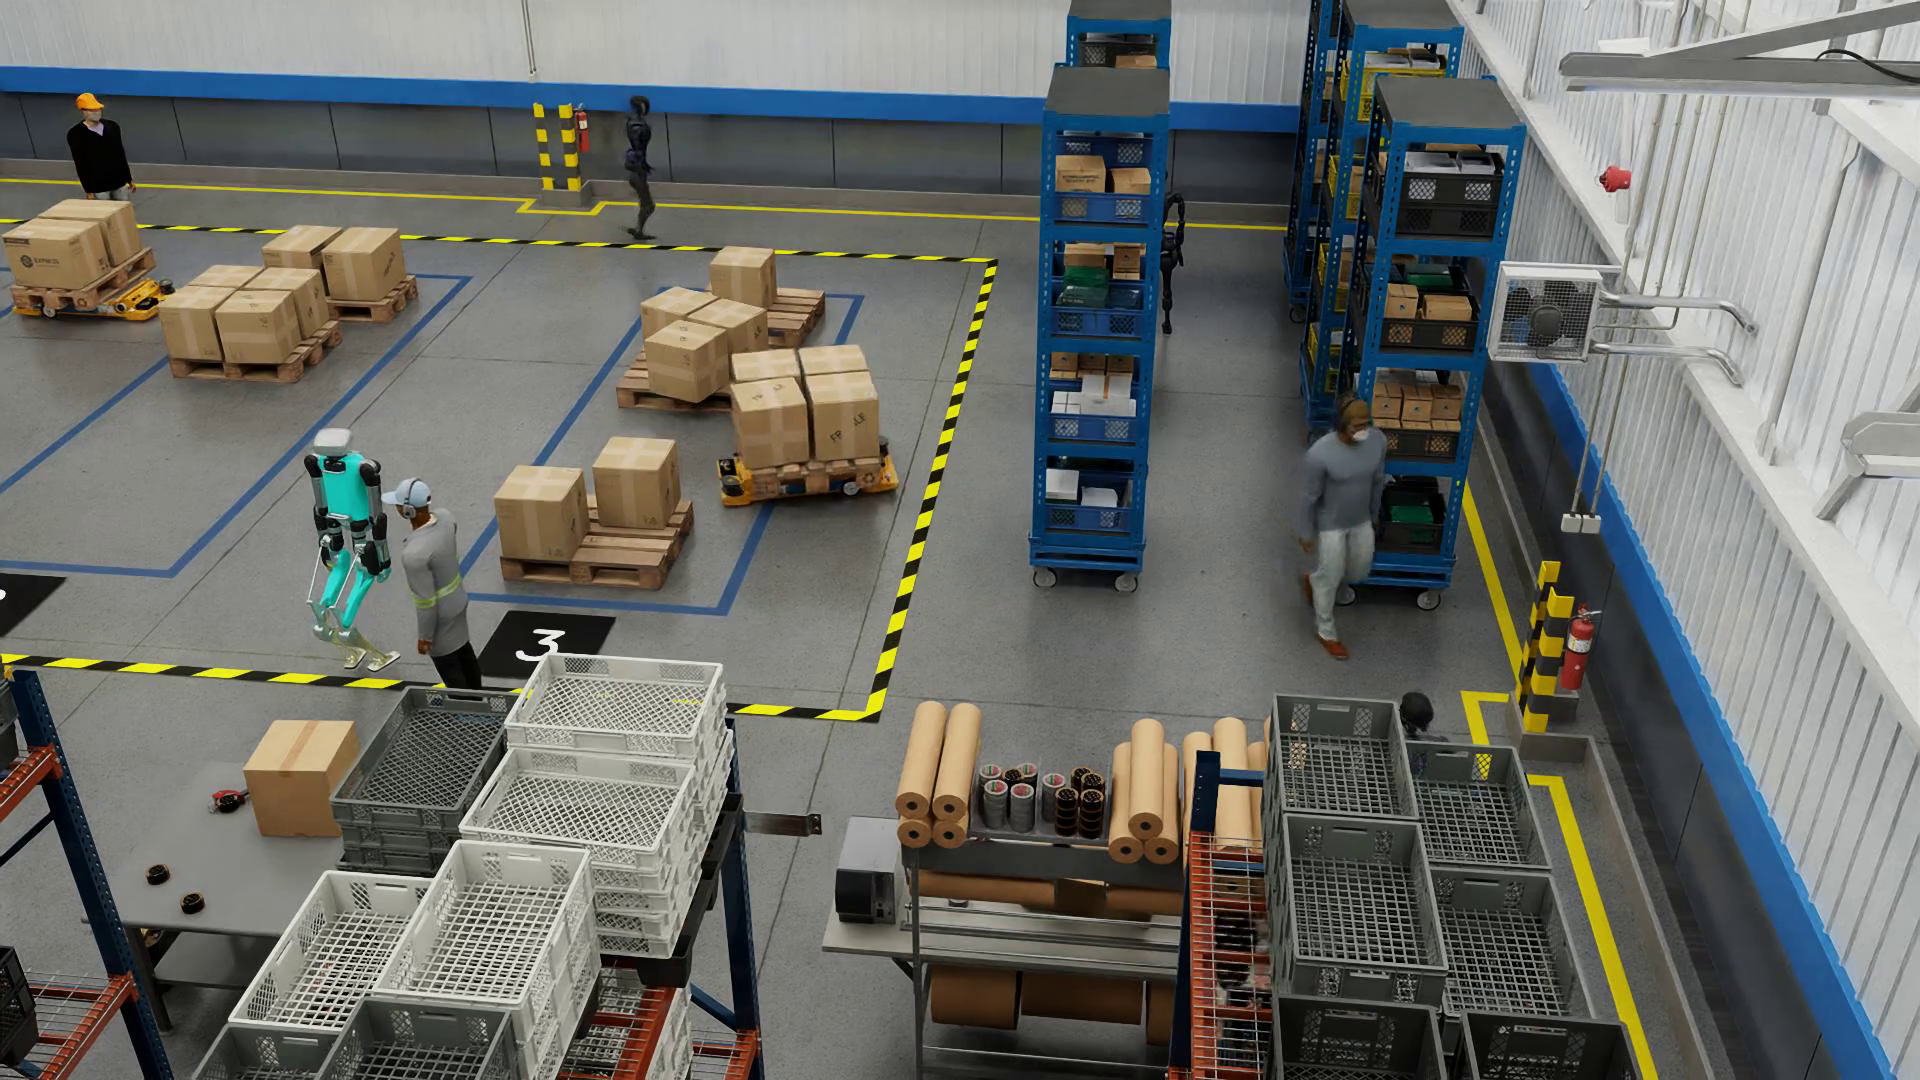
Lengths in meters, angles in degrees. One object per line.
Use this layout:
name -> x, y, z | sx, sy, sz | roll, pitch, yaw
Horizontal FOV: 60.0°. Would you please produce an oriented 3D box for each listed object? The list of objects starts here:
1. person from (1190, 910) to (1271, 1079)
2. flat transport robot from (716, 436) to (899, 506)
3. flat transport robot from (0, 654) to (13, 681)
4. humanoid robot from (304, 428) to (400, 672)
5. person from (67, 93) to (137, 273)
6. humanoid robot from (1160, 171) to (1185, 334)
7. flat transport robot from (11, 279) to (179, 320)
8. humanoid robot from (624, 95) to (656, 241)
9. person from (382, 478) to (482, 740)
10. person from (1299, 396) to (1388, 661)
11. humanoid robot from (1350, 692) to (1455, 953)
person -> 1.199, 2.316, 7.077 | 0.997, 1.920, 0.602 | 3, 30, 5
flat transport robot -> -1.258, -0.583, 13.648 | 1.431, 0.197, 0.652 | -6, 31, -10
flat transport robot -> -7.142, 0.969, 11.010 | 1.431, 0.231, 0.659 | 3, 30, 6
humanoid robot -> -4.055, 0.148, 10.822 | 0.533, 1.681, 0.735 | 9, 31, 16
person -> -8.984, -3.764, 17.534 | 0.361, 1.884, 0.587 | 16, 34, 25
humanoid robot -> 1.885, -2.797, 16.062 | 0.599, 1.657, 0.315 | -5, 31, -8
flat transport robot -> -8.792, -2.479, 16.904 | 1.431, 0.197, 0.652 | 3, 30, 6
humanoid robot -> -3.525, -4.087, 18.302 | 0.367, 1.642, 0.609 | -2, 30, -4
person -> -3.263, 0.437, 10.348 | 0.391, 1.853, 0.587 | 3, 30, 5
person -> 2.546, -0.130, 11.251 | 0.641, 1.926, 0.595 | -14, 33, -22
humanoid robot -> 2.236, 1.470, 8.769 | 0.600, 1.637, 0.692 | -6, 31, -10
